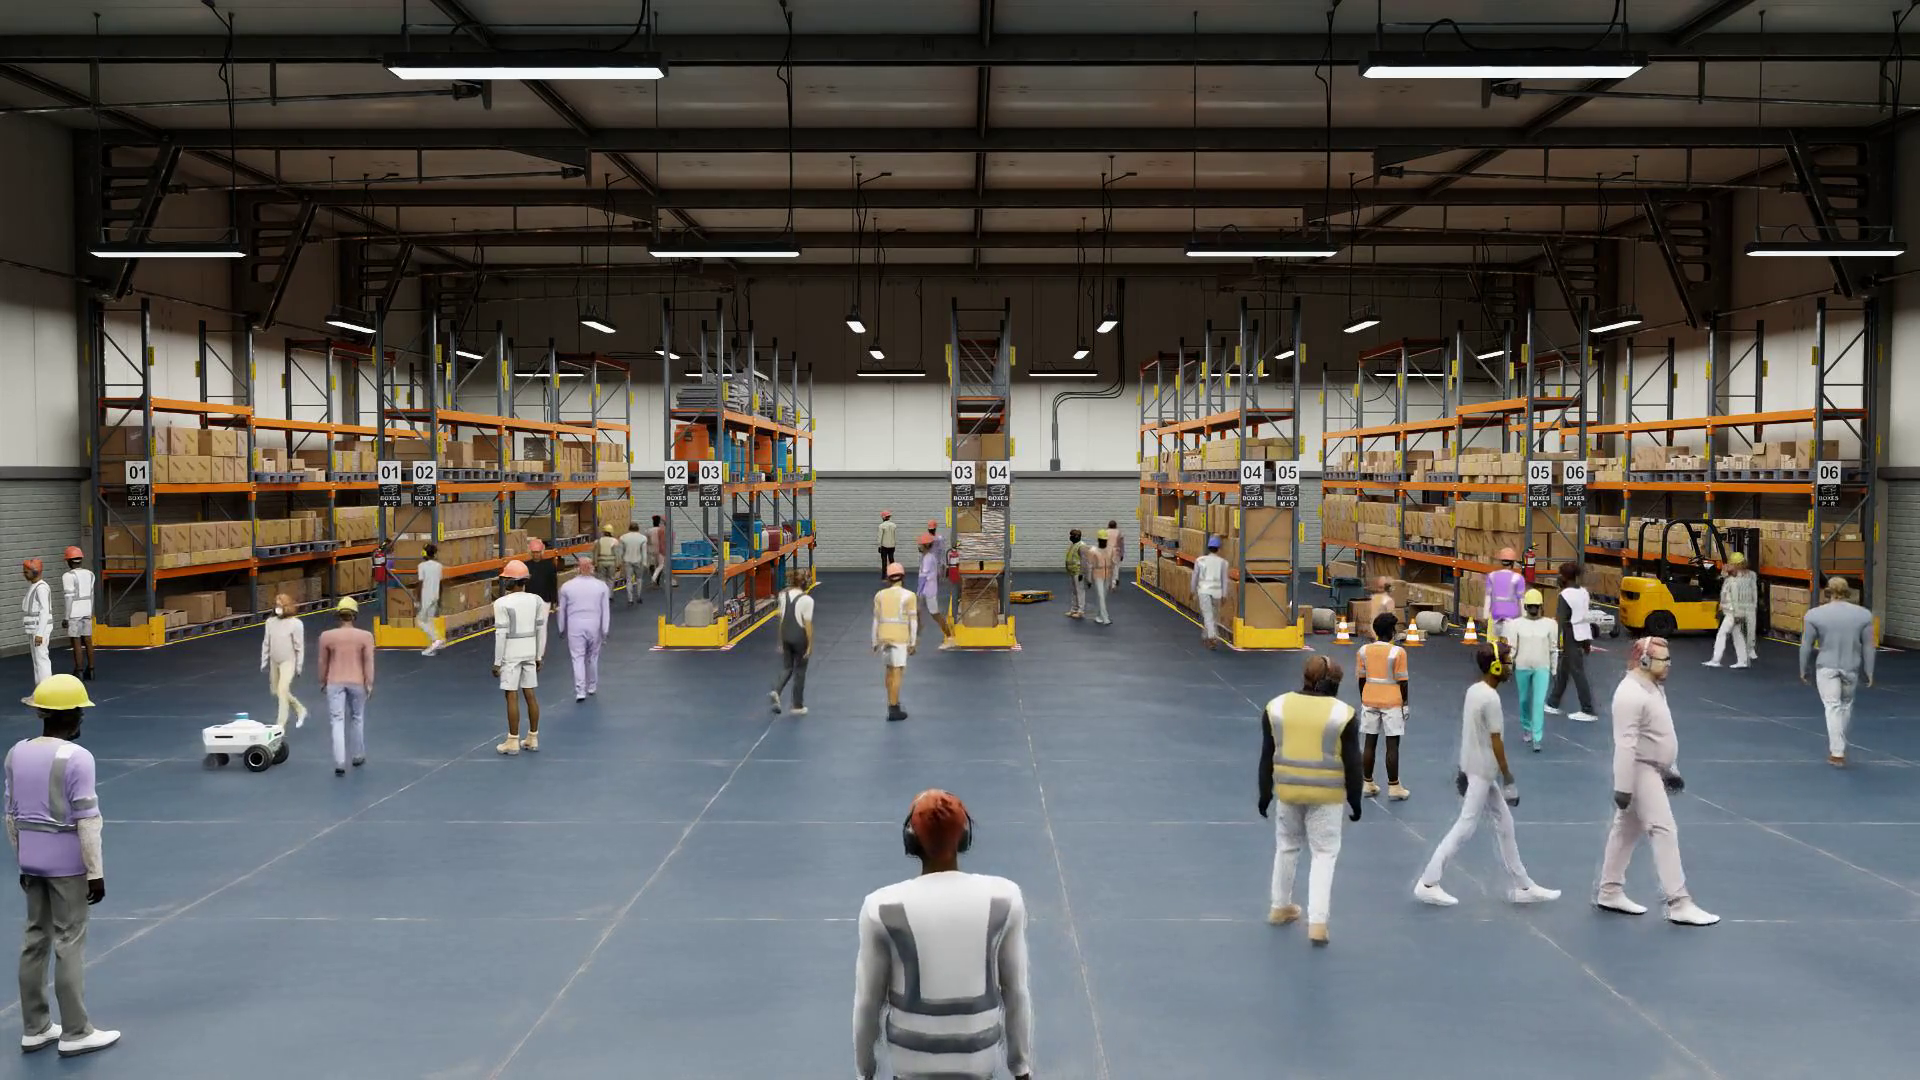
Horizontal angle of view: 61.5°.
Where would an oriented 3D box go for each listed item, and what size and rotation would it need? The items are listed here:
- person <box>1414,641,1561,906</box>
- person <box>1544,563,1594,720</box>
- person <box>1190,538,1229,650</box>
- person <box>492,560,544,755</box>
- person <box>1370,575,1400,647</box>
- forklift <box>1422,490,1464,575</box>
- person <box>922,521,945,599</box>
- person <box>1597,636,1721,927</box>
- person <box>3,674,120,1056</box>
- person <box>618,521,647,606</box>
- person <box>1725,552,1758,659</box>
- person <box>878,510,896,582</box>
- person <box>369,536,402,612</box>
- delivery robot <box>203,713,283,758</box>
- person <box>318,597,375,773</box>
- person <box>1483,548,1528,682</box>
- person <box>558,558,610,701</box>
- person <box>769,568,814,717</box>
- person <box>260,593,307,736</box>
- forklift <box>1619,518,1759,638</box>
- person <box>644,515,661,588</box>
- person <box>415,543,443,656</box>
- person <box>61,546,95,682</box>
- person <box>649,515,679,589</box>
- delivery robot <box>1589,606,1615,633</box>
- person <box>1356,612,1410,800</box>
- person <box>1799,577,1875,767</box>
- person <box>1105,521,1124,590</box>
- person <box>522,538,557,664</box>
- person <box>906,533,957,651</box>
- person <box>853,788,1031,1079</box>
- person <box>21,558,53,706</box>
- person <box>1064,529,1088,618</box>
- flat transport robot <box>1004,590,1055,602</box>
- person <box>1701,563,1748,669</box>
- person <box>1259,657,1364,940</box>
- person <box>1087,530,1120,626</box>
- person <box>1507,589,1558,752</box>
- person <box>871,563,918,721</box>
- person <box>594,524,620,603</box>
[{"bbox_3d":[3.585,1.596,11.049,0.999,1.819,0.545,0,2,7],"label":"person"},{"bbox_3d":[7.309,1.219,19.617,0.931,1.879,0.613,2,3,45],"label":"person"},{"bbox_3d":[4.294,0.906,27.526,0.613,1.892,1.020,0,2,-11],"label":"person"},{"bbox_3d":[-4.715,1.237,17.176,0.370,2.045,0.614,2,3,37],"label":"person"},{"bbox_3d":[5.654,1.280,21.346,0.519,1.620,0.540,0,2,-11],"label":"person"},{"bbox_3d":[13.926,-0.371,47.846,1.873,2.768,1.129,0,2,0],"label":"forklift"},{"bbox_3d":[-0.628,0.488,37.917,0.559,1.902,0.947,0,2,1],"label":"person"},{"bbox_3d":[4.649,1.580,10.683,0.881,1.872,0.662,1,3,29],"label":"person"},{"bbox_3d":[-4.616,1.649,8.285,0.590,1.927,0.367,1,2,21],"label":"person"},{"bbox_3d":[-7.435,0.534,36.717,0.655,1.903,0.912,0,2,-10],"label":"person"},{"bbox_3d":[12.525,1.053,25.839,0.499,1.711,0.635,0,2,11],"label":"person"},{"bbox_3d":[-2.041,0.168,44.872,0.618,1.987,0.405,-2,3,-42],"label":"person"},{"bbox_3d":[-10.662,0.834,30.036,0.581,1.825,0.634,0,2,1],"label":"person"},{"bbox_3d":[-7.213,1.984,16.245,0.707,0.478,0.477,0,2,0],"label":"delivery robot"},{"bbox_3d":[-6.113,1.432,16.096,0.528,1.734,0.789,-1,2,-19],"label":"person"},{"bbox_3d":[7.904,1.068,23.234,0.572,1.893,0.968,2,3,42],"label":"person"},{"bbox_3d":[-4.951,1.170,21.279,0.652,1.861,0.995,-1,2,-15],"label":"person"},{"bbox_3d":[-2.036,1.251,19.611,0.552,1.823,0.614,1,3,30],"label":"person"},{"bbox_3d":[-7.635,1.401,18.309,0.503,1.612,0.682,1,2,21],"label":"person"},{"bbox_3d":[13.417,0.684,29.791,2.313,2.155,1.214,0,2,0],"label":"forklift"},{"bbox_3d":[-7.919,0.304,42.040,0.618,1.937,0.855,-1,2,-16],"label":"person"},{"bbox_3d":[-8.667,0.970,26.338,0.440,1.848,0.541,1,3,27],"label":"person"},{"bbox_3d":[-12.650,1.056,23.116,0.376,1.934,0.547,0,2,11],"label":"person"},{"bbox_3d":[-7.659,0.307,41.852,0.599,1.960,0.924,1,3,26],"label":"person"},{"bbox_3d":[11.632,1.457,29.505,0.477,0.478,0.707,0,2,-12],"label":"delivery robot"},{"bbox_3d":[3.874,1.507,14.760,0.319,1.692,0.533,-2,3,-43],"label":"person"},{"bbox_3d":[8.964,1.329,16.585,0.661,1.901,0.928,1,2,13],"label":"person"},{"bbox_3d":[3.930,0.392,41.741,0.640,1.780,0.971,0,2,6],"label":"person"},{"bbox_3d":[-6.673,0.947,25.484,0.623,1.973,0.749,0,2,-11],"label":"person"},{"bbox_3d":[-0.548,0.877,27.105,1.085,1.994,0.613,0,2,-4],"label":"person"},{"bbox_3d":[-0.066,1.784,5.541,0.613,1.871,0.414,-1,2,-13],"label":"person"},{"bbox_3d":[-11.851,1.175,20.729,0.356,1.887,0.572,-2,3,-39],"label":"person"},{"bbox_3d":[2.403,0.689,33.518,0.430,1.845,0.619,-1,2,-19],"label":"person"},{"bbox_3d":[1.615,1.312,37.844,0.652,0.197,1.431,1,3,30],"label":"flat transport robot"},{"bbox_3d":[11.651,1.160,24.614,0.768,1.609,0.536,1,2,19],"label":"person"},{"bbox_3d":[2.259,1.640,10.372,0.653,1.795,0.666,1,3,30],"label":"person"},{"bbox_3d":[2.823,0.738,31.979,0.588,1.878,1.029,-1,2,-20],"label":"person"},{"bbox_3d":[6.220,1.380,17.571,0.538,1.726,0.893,1,2,19],"label":"person"},{"bbox_3d":[-0.797,1.226,19.771,0.577,1.866,0.857,1,3,25],"label":"person"},{"bbox_3d":[-8.153,0.543,37.389,0.614,1.821,0.427,0,2,0],"label":"person"}]
